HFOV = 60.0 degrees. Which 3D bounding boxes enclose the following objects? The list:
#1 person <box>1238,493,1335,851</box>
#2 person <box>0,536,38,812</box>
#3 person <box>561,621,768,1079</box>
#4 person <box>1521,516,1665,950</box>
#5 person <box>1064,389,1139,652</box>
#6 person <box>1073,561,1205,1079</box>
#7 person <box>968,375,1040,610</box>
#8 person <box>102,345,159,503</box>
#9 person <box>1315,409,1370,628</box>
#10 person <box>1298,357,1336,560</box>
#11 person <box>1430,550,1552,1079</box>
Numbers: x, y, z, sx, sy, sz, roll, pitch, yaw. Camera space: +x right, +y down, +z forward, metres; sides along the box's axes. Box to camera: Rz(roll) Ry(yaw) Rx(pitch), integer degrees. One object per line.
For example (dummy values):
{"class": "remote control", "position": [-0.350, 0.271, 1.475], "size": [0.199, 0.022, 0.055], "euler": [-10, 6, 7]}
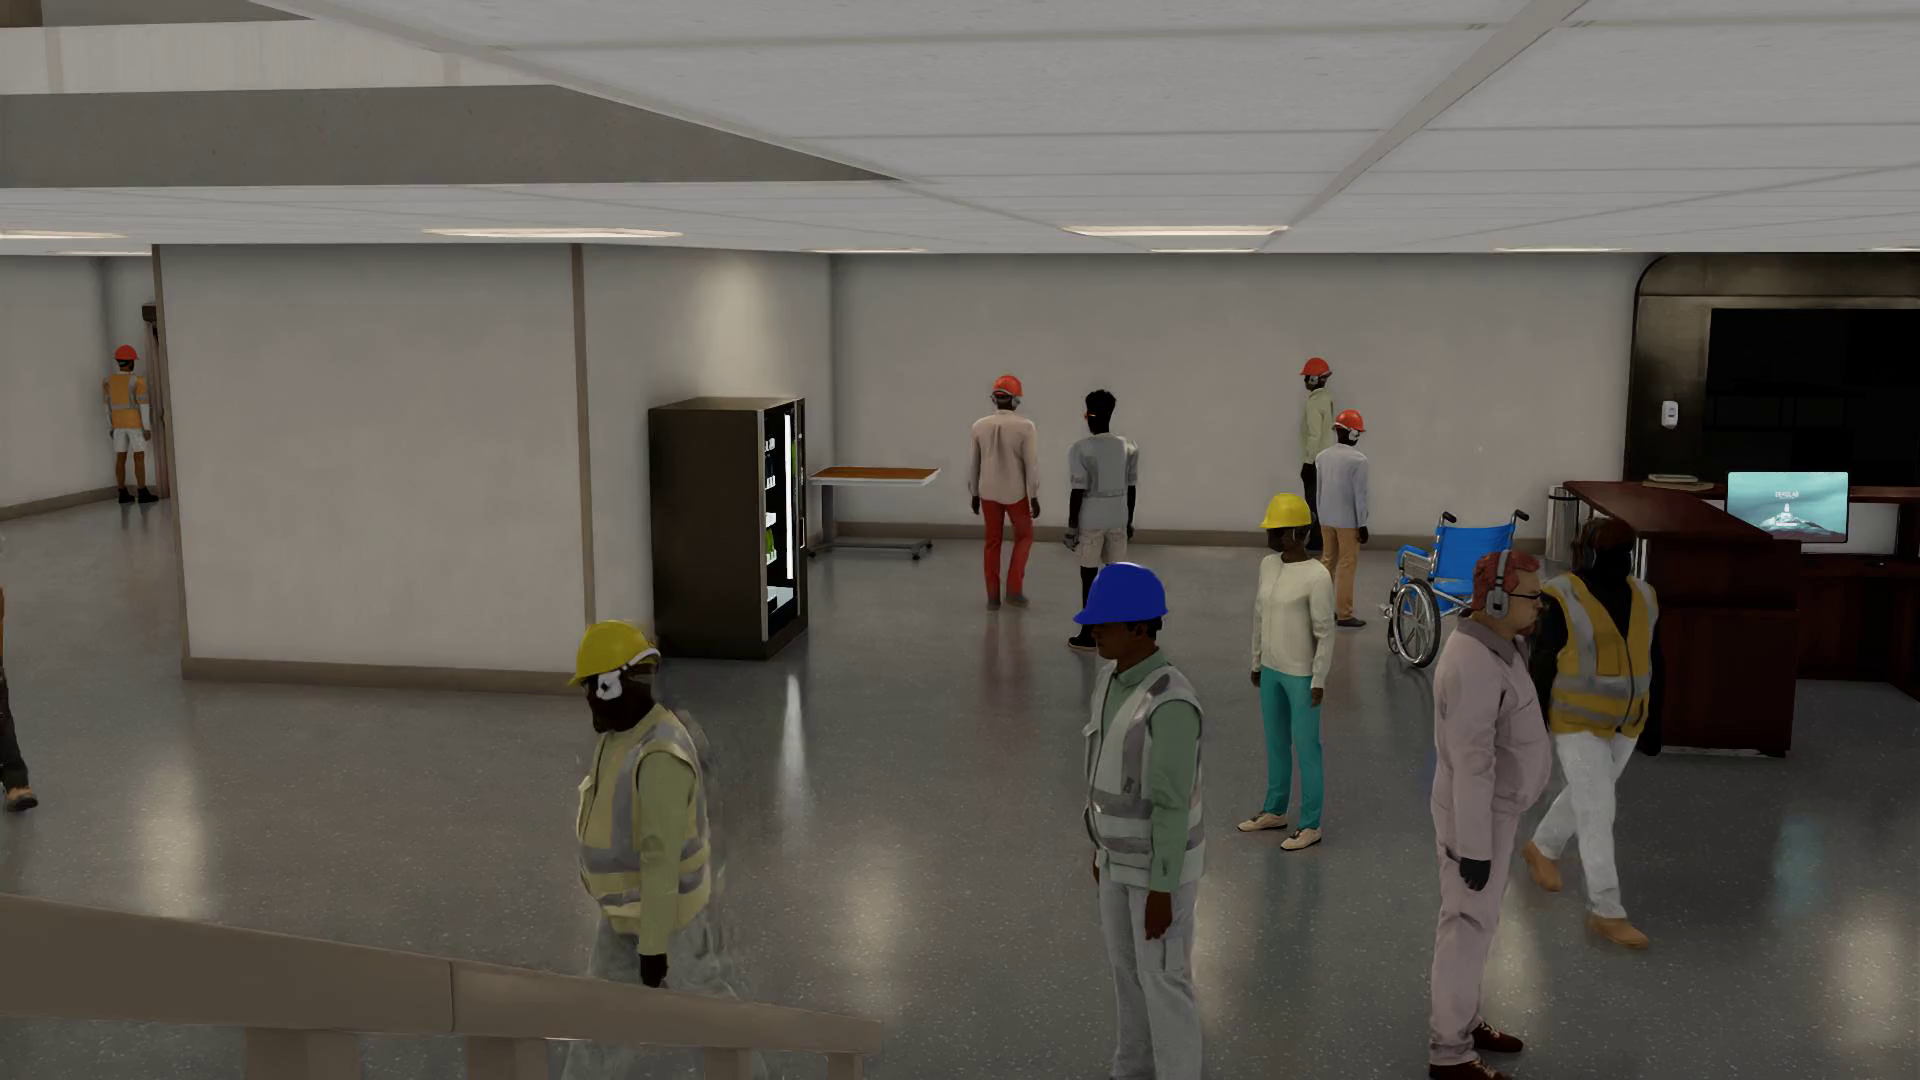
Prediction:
{"class": "person", "position": [1.611, 0.644, 8.217], "size": [0.326, 1.767, 0.533], "euler": [-5, 10, -28]}
{"class": "person", "position": [-5.189, 0.551, 8.672], "size": [0.517, 1.799, 0.944], "euler": [-9, 13, -44]}
{"class": "person", "position": [-0.996, 1.133, 5.245], "size": [0.953, 1.759, 0.617], "euler": [-5, 11, -30]}
{"class": "person", "position": [2.764, 0.773, 7.318], "size": [0.634, 1.808, 0.930], "euler": [-3, 10, -19]}
{"class": "person", "position": [1.052, -0.145, 12.465], "size": [0.613, 1.964, 0.361], "euler": [-5, 11, -29]}
{"class": "person", "position": [0.565, 1.024, 5.369], "size": [0.422, 1.938, 0.600], "euler": [-3, 10, -19]}
{"class": "person", "position": [0.384, -0.391, 13.928], "size": [0.660, 1.978, 0.458], "euler": [5, 10, 27]}
{"class": "person", "position": [-10.170, -1.413, 20.373], "size": [0.548, 1.937, 0.379], "euler": [1, 9, 7]}
{"class": "person", "position": [3.082, -0.174, 13.326], "size": [0.352, 1.743, 0.564], "euler": [-5, 10, -28]}
{"class": "person", "position": [3.505, -0.802, 16.428], "size": [0.386, 1.992, 0.624], "euler": [5, 10, 28]}
{"class": "person", "position": [1.847, 0.969, 5.818], "size": [0.399, 1.901, 0.646], "euler": [3, 10, 19]}
